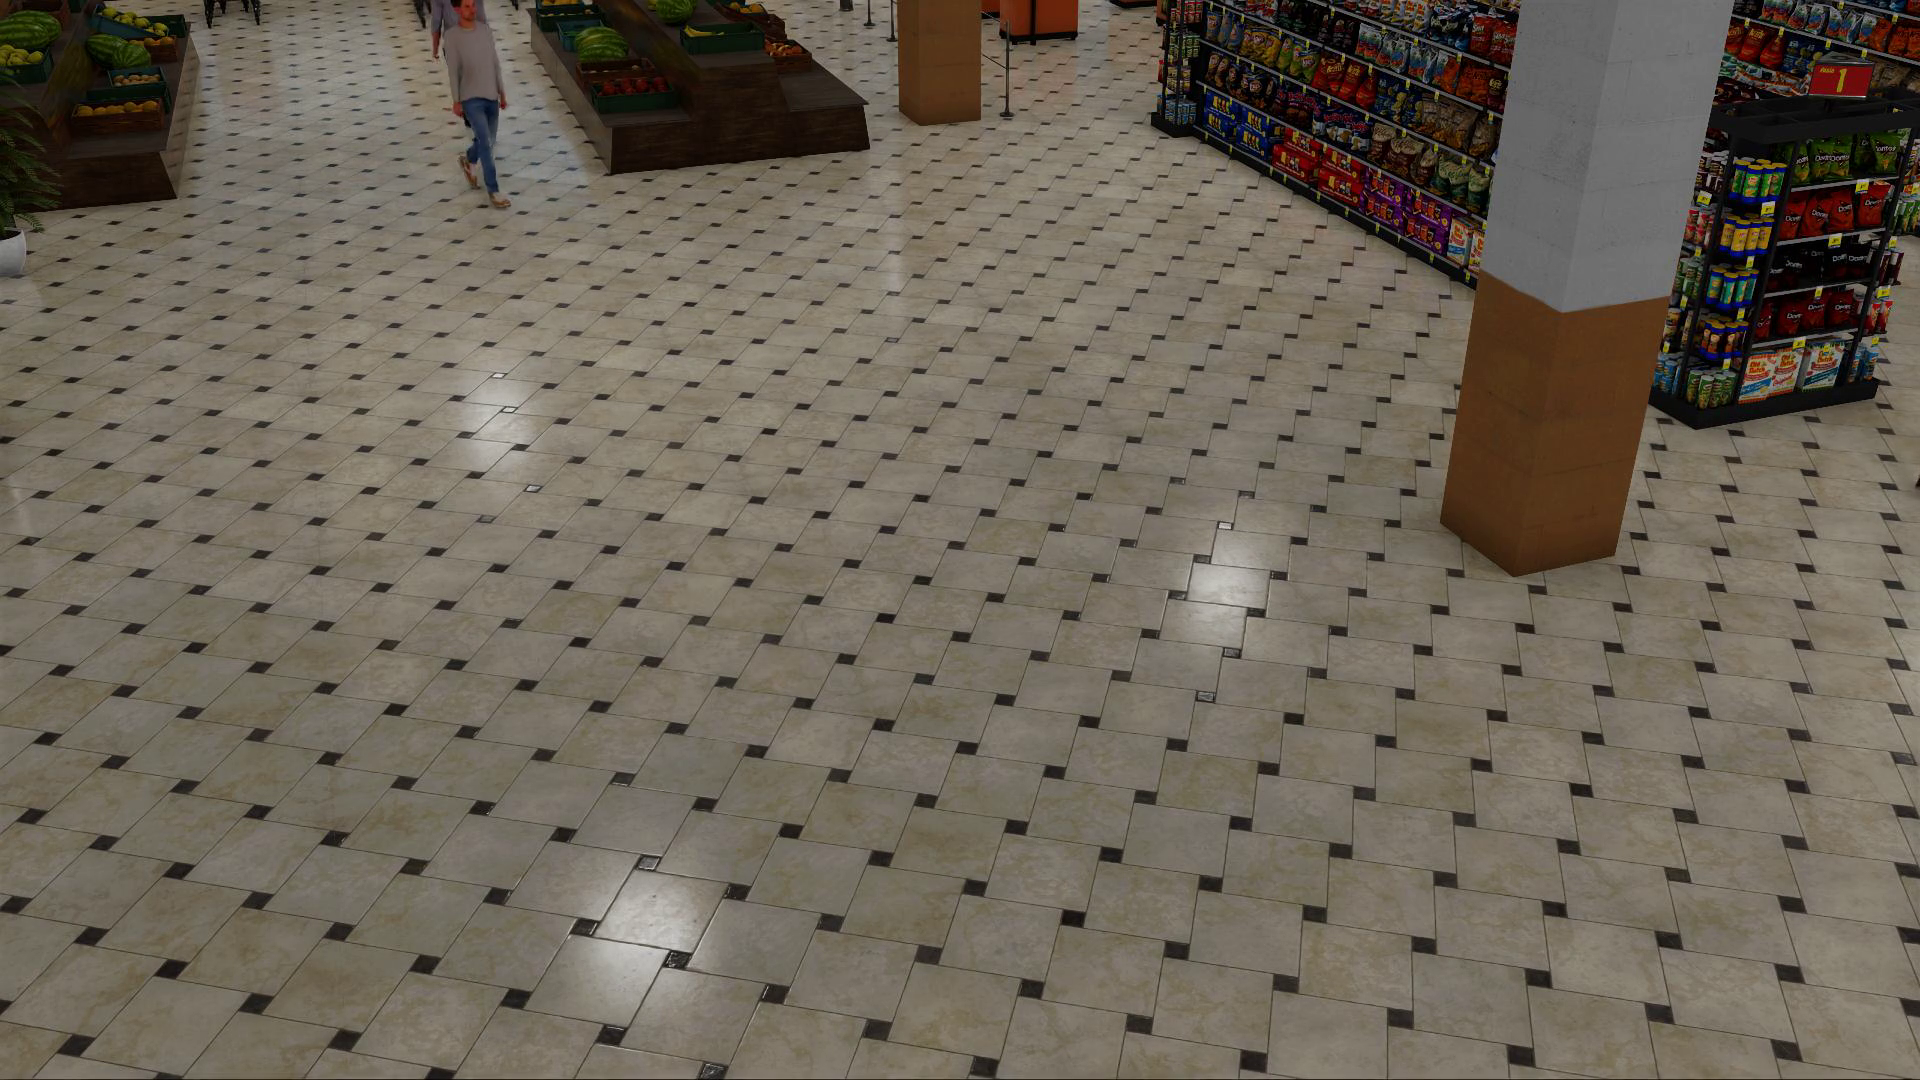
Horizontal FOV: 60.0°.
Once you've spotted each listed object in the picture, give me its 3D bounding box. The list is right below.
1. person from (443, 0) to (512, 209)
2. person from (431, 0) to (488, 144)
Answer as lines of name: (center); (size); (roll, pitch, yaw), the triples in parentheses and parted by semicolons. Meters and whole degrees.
person: (-4.366, -3.968, 14.900); (1.235, 1.879, 1.023); (22, 35, 34)
person: (-4.922, -4.828, 16.570); (0.898, 1.787, 1.273); (-19, 34, -30)
